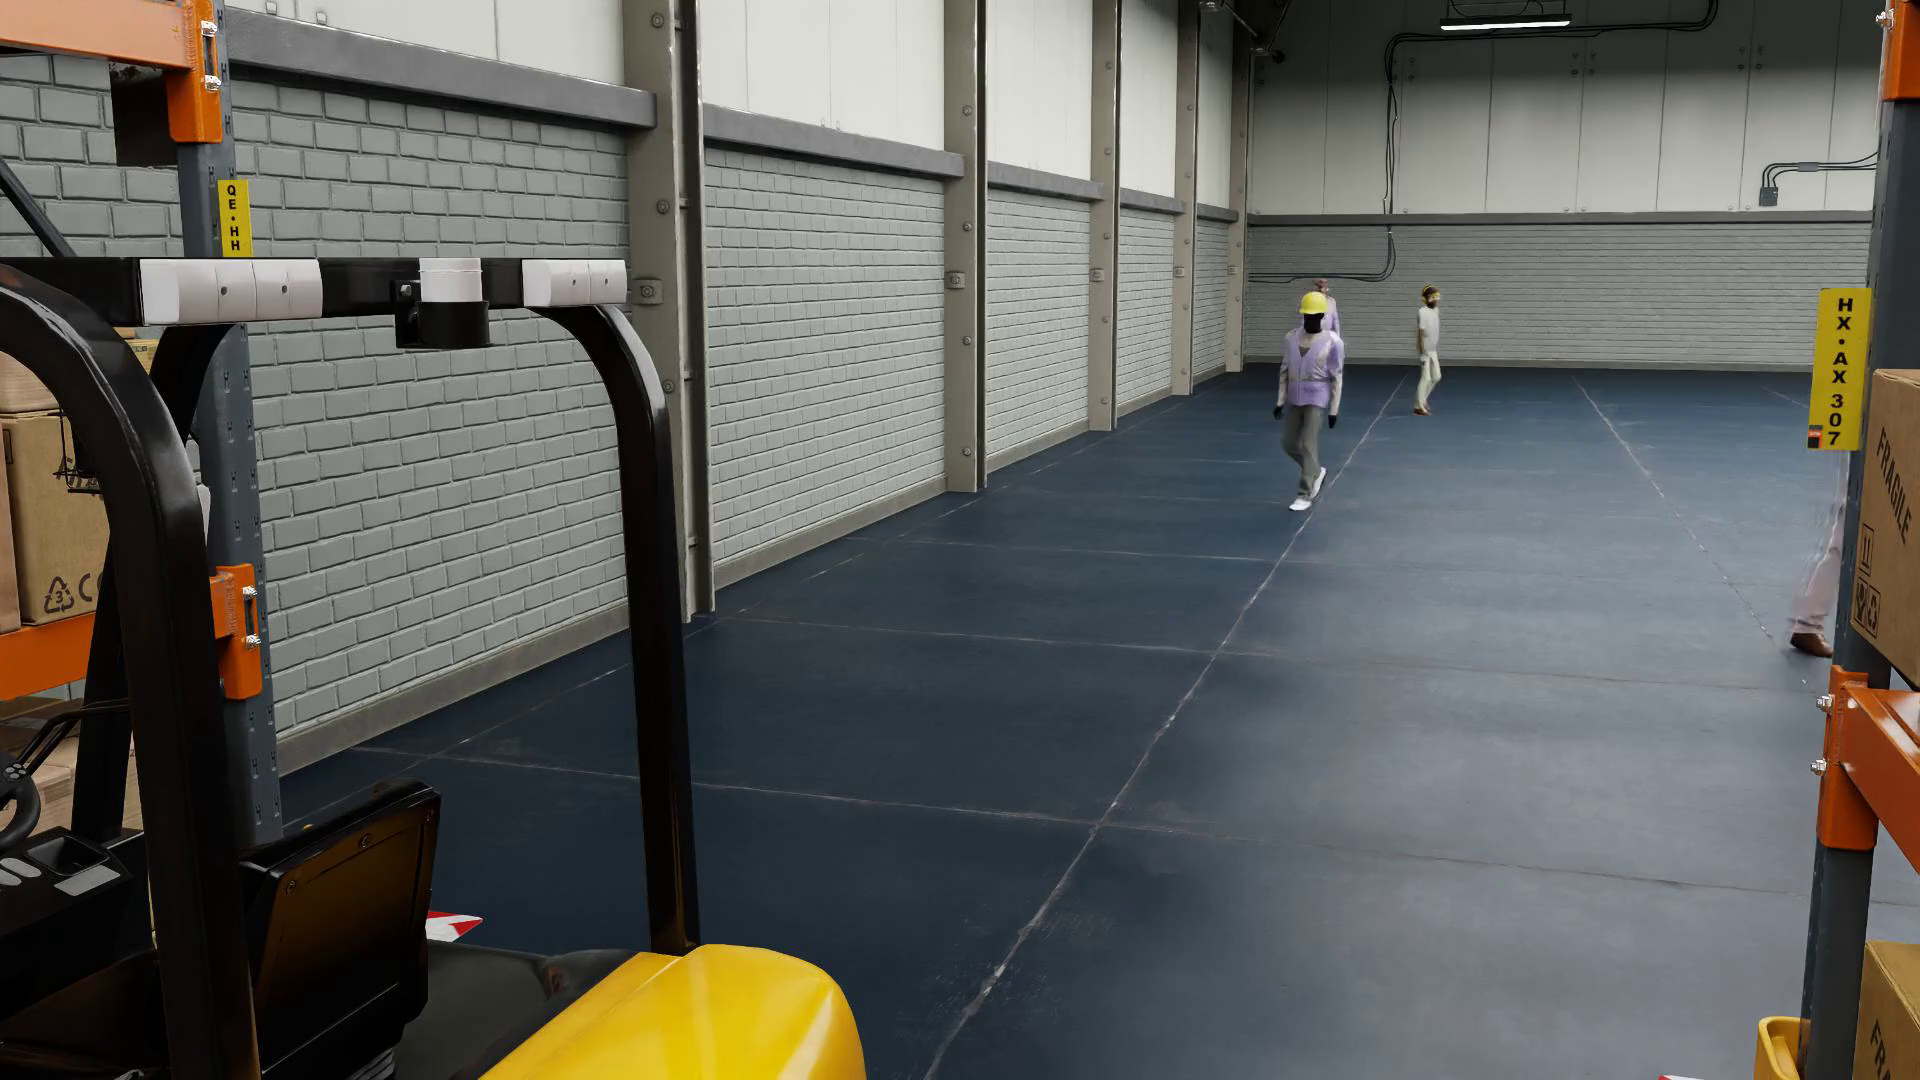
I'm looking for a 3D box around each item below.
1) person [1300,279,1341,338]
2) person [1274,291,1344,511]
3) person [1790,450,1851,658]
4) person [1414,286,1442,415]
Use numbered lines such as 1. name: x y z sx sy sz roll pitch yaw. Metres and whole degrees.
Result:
1. person: 5.970 -3.342 27.343 0.641 1.877 0.744 -6 11 -31
2. person: 3.085 -1.231 14.653 0.706 1.908 0.633 -9 13 -42
3. person: 4.971 -0.225 8.844 0.645 1.855 1.034 -5 11 -25
4. person: 6.564 -2.660 23.405 0.453 1.829 0.576 9 13 44
